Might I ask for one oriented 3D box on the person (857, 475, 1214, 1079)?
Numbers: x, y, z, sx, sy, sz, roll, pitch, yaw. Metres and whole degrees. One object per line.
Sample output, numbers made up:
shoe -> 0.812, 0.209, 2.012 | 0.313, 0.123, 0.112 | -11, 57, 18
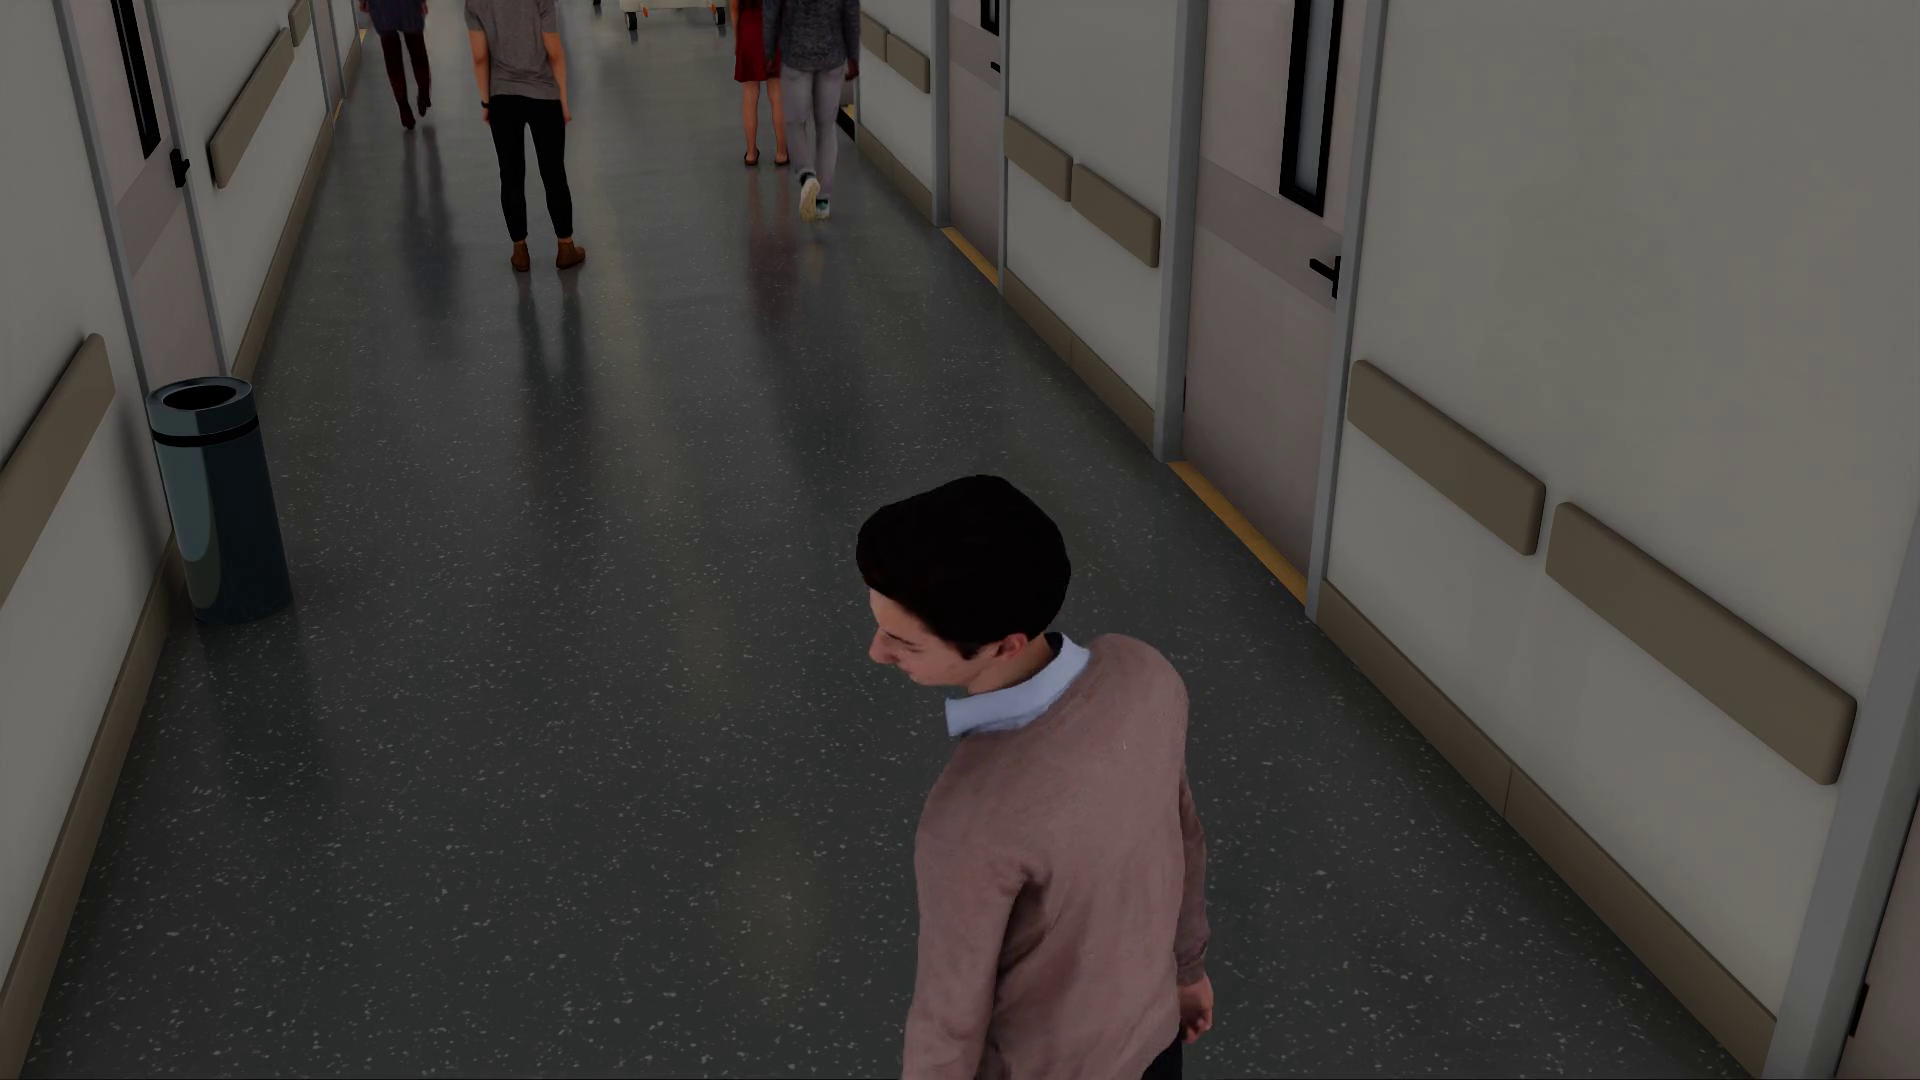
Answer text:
person -> 0.192, 0.698, 2.242 | 0.723, 1.780, 0.872 | -17, 31, -32

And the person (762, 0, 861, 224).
person -> -0.804, -2.620, 9.072 | 0.888, 1.824, 0.815 | -4, 26, -7

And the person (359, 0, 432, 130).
person -> -3.886, -3.669, 11.406 | 0.824, 1.687, 0.669 | -6, 26, -13

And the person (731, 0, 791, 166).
person -> -1.260, -3.172, 10.519 | 0.626, 1.554, 0.684 | 2, 26, 4

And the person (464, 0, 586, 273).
person -> -2.200, -2.225, 8.368 | 0.522, 1.724, 0.701 | -2, 26, -4
